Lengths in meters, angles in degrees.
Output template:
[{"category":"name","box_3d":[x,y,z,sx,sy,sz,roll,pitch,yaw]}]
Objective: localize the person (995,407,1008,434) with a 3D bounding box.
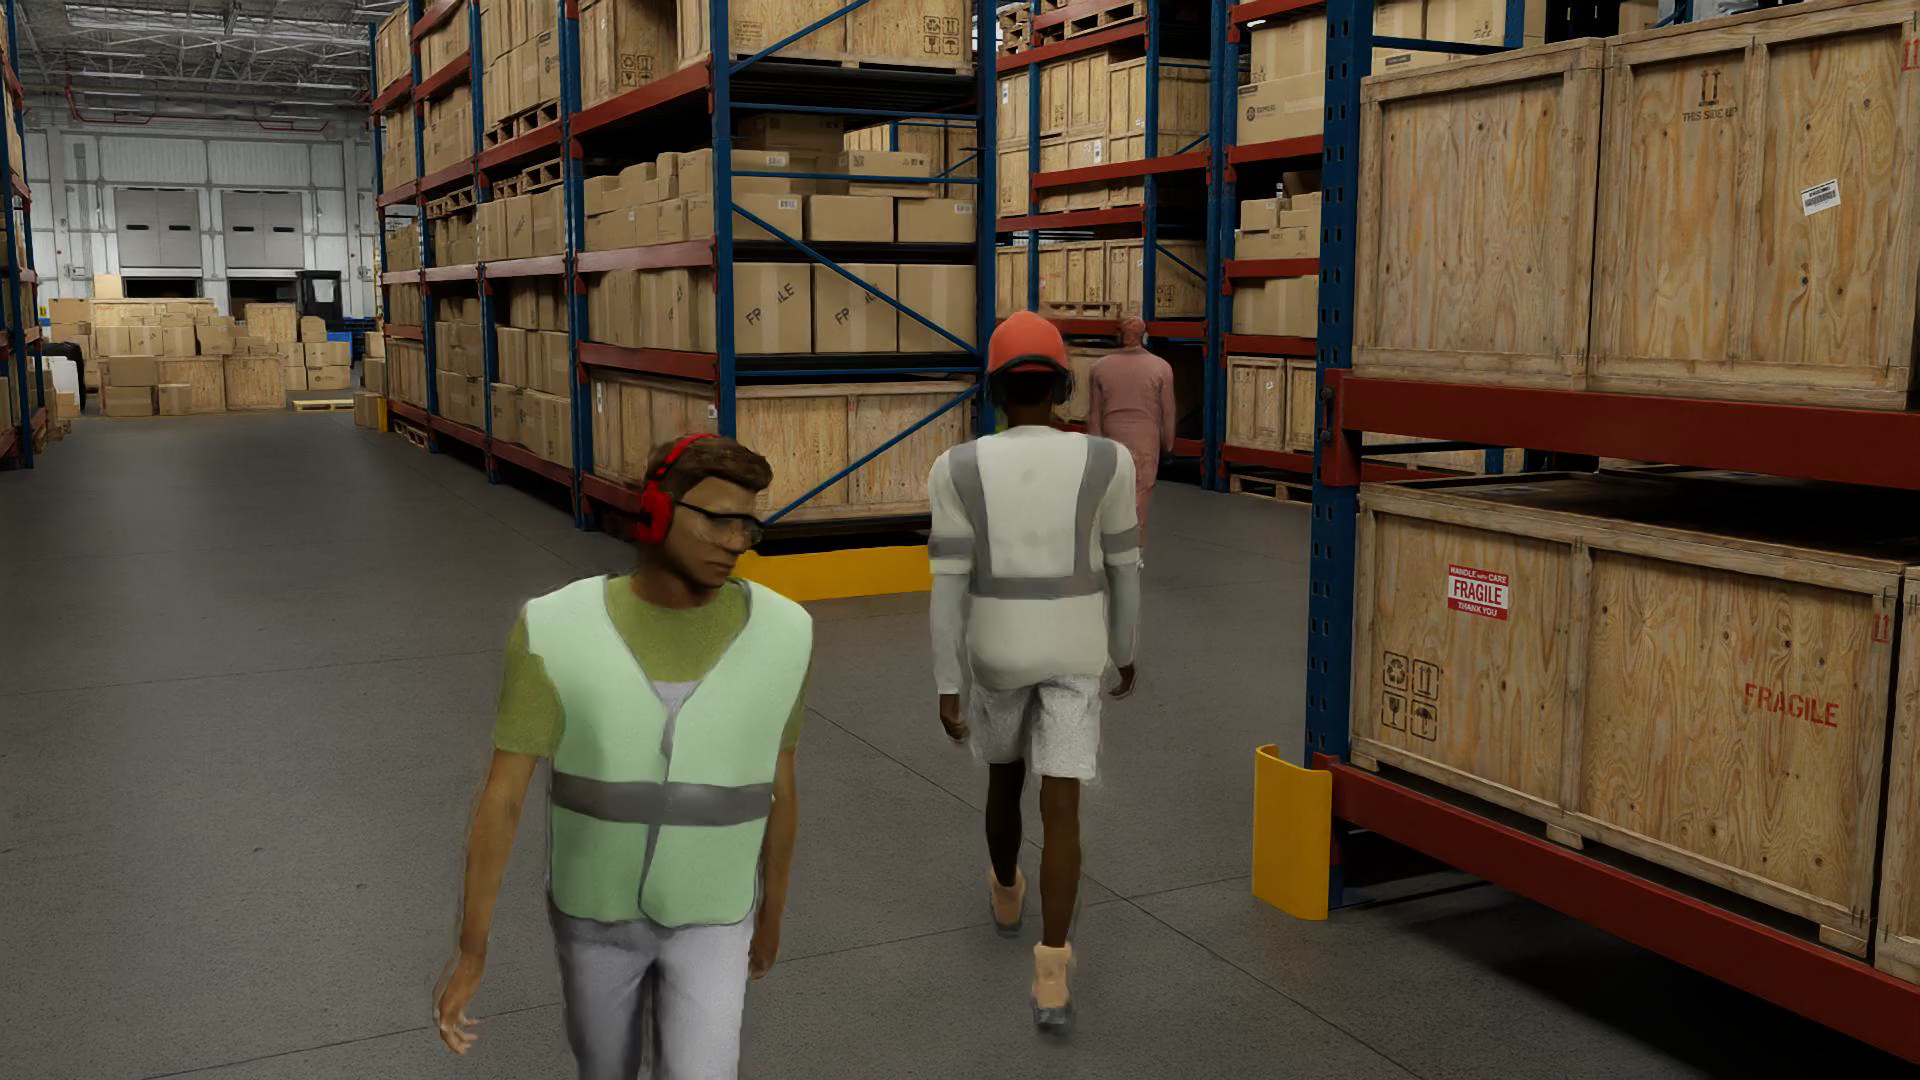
[{"category":"person","box_3d":[0.454,-0.757,13.436,0.538,1.672,0.696,-3,9,-22]}]

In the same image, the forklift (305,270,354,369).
[{"category":"forklift","box_3d":[-17.965,-6.238,47.102,1.129,2.768,1.873,-5,10,-32]}]

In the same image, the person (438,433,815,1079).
[{"category":"person","box_3d":[-0.586,0.693,3.073,0.664,1.788,0.976,-2,8,-12]}]

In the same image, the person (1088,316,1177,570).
[{"category":"person","box_3d":[1.302,-0.724,12.455,0.640,1.890,0.652,3,9,19]}]

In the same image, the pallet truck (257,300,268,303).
[{"category":"pallet truck","box_3d":[-23.913,-7.404,58.171,1.885,1.965,0.823,-1,8,-9]}]

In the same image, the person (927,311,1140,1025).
[{"category":"person","box_3d":[0.218,0.333,4.897,0.611,1.993,1.073,1,8,5]}]
